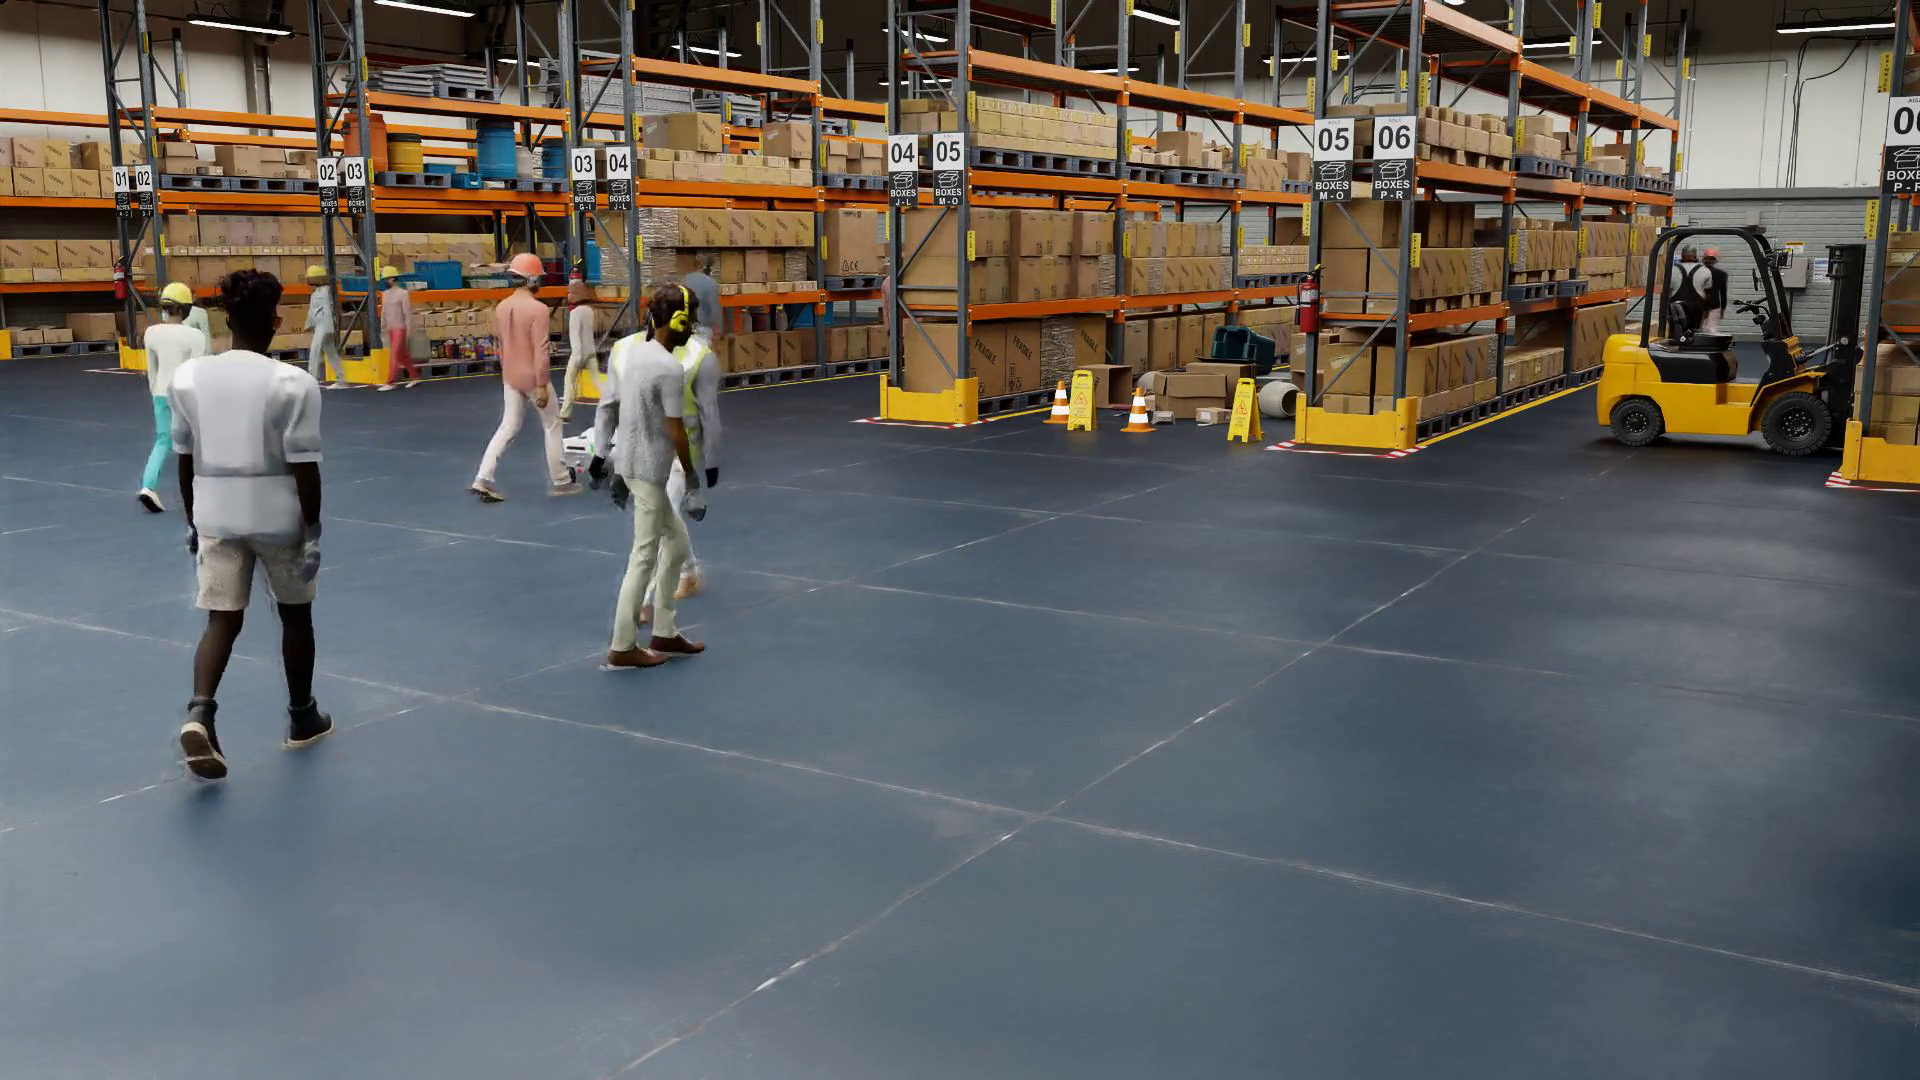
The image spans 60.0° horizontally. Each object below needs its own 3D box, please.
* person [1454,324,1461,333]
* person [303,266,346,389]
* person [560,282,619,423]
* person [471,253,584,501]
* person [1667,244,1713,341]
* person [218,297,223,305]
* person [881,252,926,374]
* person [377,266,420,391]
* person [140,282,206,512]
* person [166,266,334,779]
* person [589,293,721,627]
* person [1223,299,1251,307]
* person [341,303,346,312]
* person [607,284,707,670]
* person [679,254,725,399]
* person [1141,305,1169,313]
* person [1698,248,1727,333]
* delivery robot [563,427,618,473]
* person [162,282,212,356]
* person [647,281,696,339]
[{"bbox_3d":[9.313,-4.667,32.123,0.620,1.935,1.148,-4,11,-20],"label":"person"},{"bbox_3d":[-8.894,-2.909,22.924,0.822,1.710,0.498,-6,12,-31],"label":"person"},{"bbox_3d":[-4.204,-2.090,18.632,0.858,1.593,0.509,3,11,16],"label":"person"},{"bbox_3d":[-3.461,-1.280,13.110,0.626,1.957,0.990,7,12,36],"label":"person"},{"bbox_3d":[11.553,-3.698,26.402,0.682,2.000,0.782,5,11,26],"label":"person"},{"bbox_3d":[-13.745,-4.460,31.258,0.565,1.880,0.559,4,11,23],"label":"person"},{"bbox_3d":[-0.694,-2.766,21.561,0.648,1.907,0.409,7,12,33],"label":"person"},{"bbox_3d":[-7.817,-2.936,23.086,0.542,1.712,0.870,7,12,35],"label":"person"},{"bbox_3d":[-5.979,-1.085,12.651,0.533,1.736,0.852,2,10,9],"label":"person"},{"bbox_3d":[-2.740,-0.070,6.371,0.609,1.942,0.861,0,10,0],"label":"person"},{"bbox_3d":[-1.627,-0.469,9.081,0.634,1.781,0.990,4,11,21],"label":"person"},{"bbox_3d":[5.414,-4.615,32.122,0.613,1.825,0.612,-8,13,-37],"label":"person"},{"bbox_3d":[-12.064,-4.571,31.798,0.609,1.864,1.023,4,11,21],"label":"person"},{"bbox_3d":[-1.403,-0.288,7.879,0.666,1.829,0.546,-6,12,-29],"label":"person"},{"bbox_3d":[-3.254,-2.699,21.236,0.668,1.881,0.850,9,13,40],"label":"person"},{"bbox_3d":[3.765,-4.636,32.176,0.658,1.853,1.007,3,11,16],"label":"person"},{"bbox_3d":[12.543,-3.917,27.909,0.625,1.953,0.966,3,11,17],"label":"person"},{"bbox_3d":[-3.000,-0.776,13.924,0.477,0.478,0.707,5,11,24],"label":"delivery robot"},{"bbox_3d":[-8.474,-2.011,18.178,0.509,1.611,0.703,0,10,2],"label":"person"},{"bbox_3d":[-2.950,-1.825,17.050,0.504,1.632,0.269,2,10,8],"label":"person"}]
